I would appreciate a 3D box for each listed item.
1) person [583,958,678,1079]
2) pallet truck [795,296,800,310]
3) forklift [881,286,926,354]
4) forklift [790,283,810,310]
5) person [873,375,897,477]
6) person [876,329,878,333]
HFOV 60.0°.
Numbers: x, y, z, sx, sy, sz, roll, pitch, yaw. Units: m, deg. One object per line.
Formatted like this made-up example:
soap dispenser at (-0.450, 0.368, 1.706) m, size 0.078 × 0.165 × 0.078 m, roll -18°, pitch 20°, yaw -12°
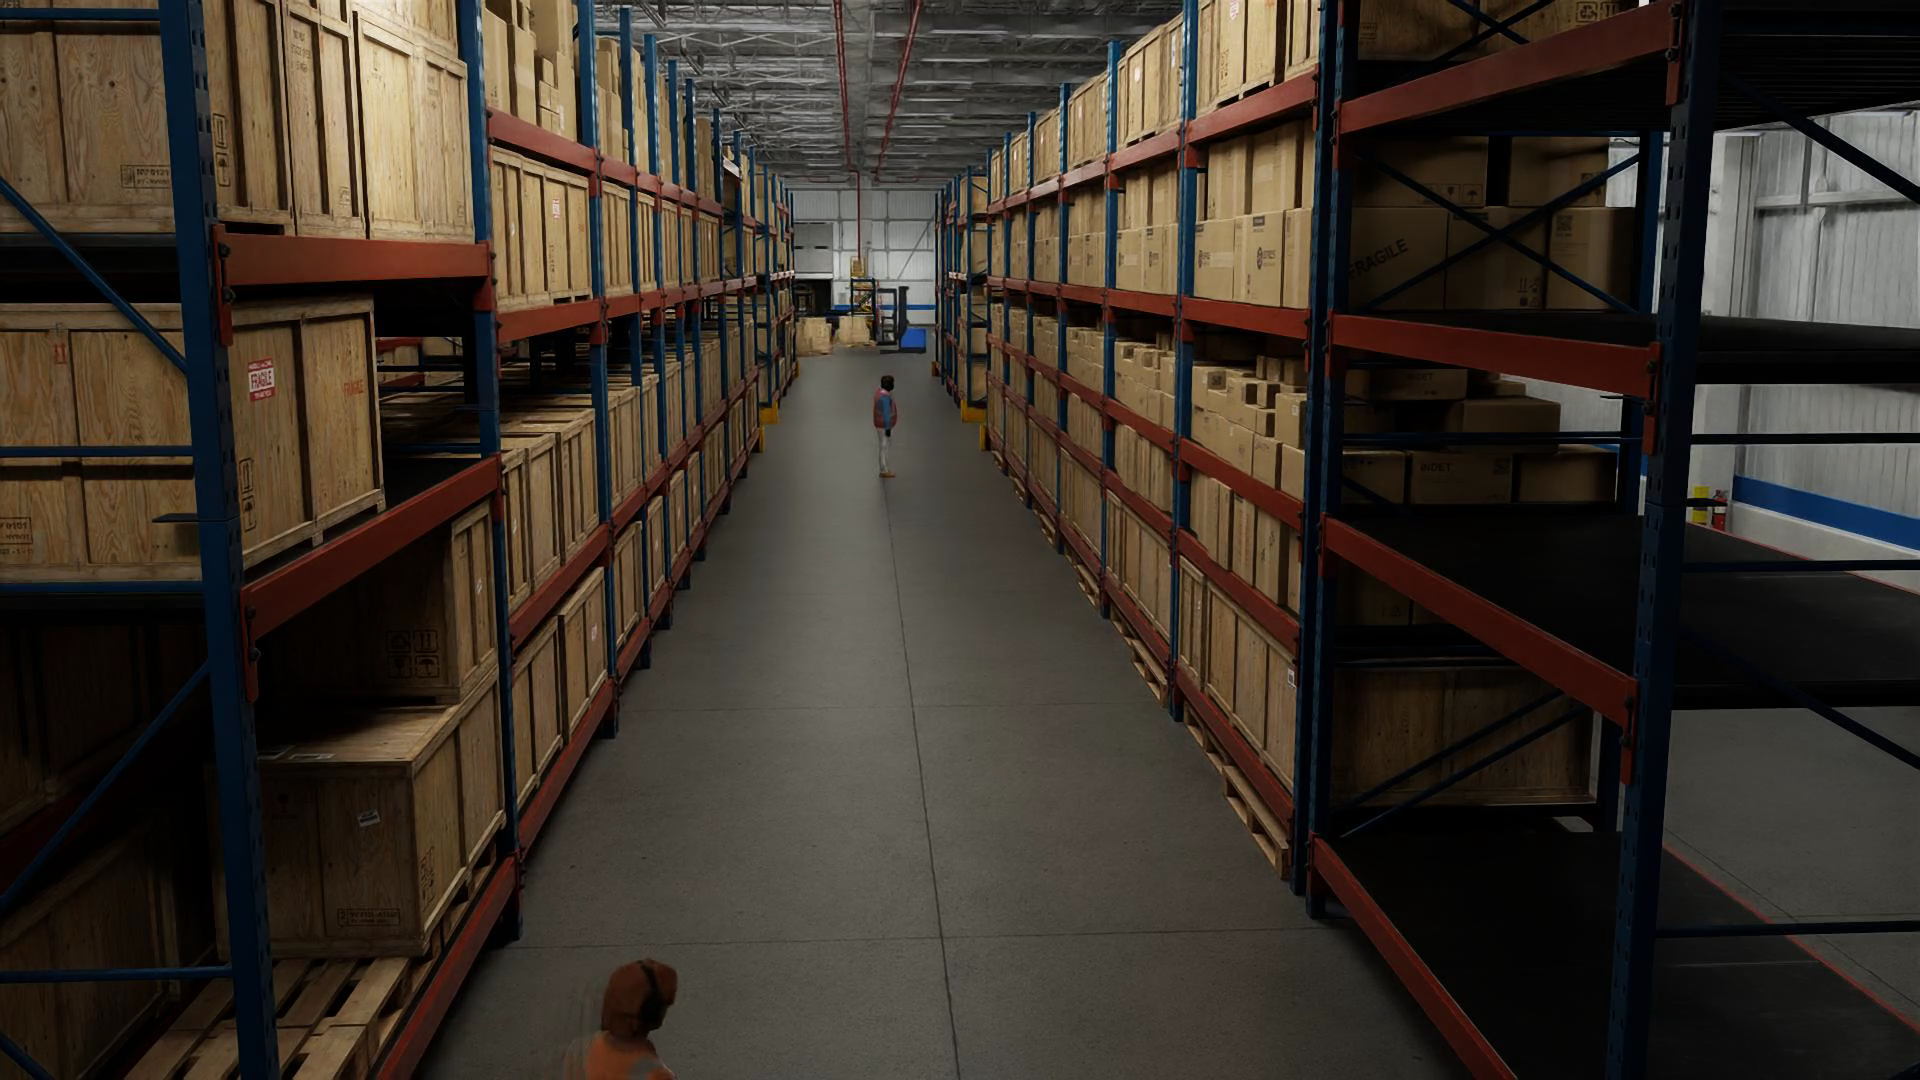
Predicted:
person at (-0.987, 2.144, 5.401) m, size 0.620 × 1.611 × 0.531 m, roll -8°, pitch 12°, yaw -39°
pallet truck at (-8.622, -12.439, 91.403) m, size 1.885 × 1.965 × 0.823 m, roll 2°, pitch 10°, yaw 13°
forklift at (-2.357, -9.128, 68.992) m, size 1.873 × 2.768 × 1.129 m, roll -1°, pitch 10°, yaw -3°
forklift at (-7.629, -10.870, 79.397) m, size 1.129 × 2.768 × 1.873 m, roll -2°, pitch 10°, yaw -10°
person at (-1.337, -2.034, 29.758) m, size 0.429 × 1.835 × 0.634 m, roll -2°, pitch 10°, yaw -12°
person at (-4.734, -12.065, 89.546) m, size 0.556 × 1.883 × 1.013 m, roll -8°, pitch 12°, yaw -39°
